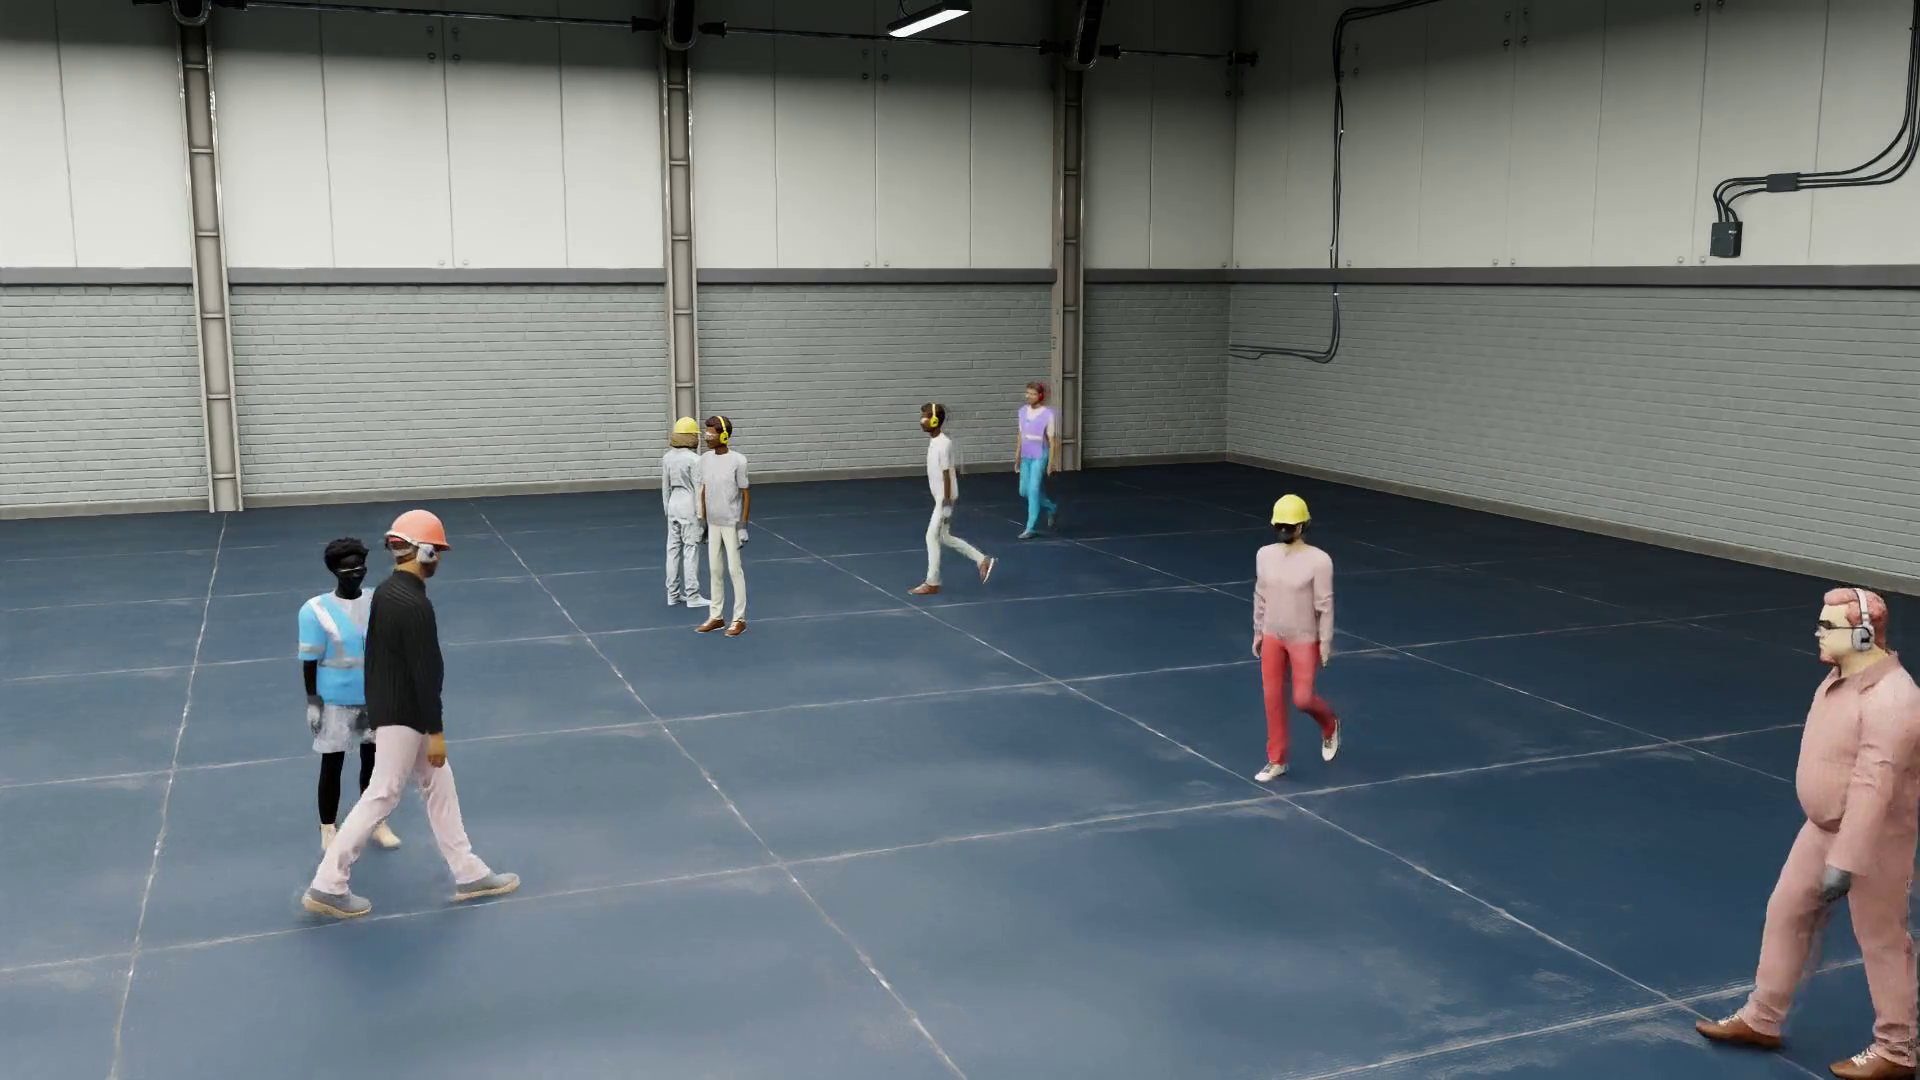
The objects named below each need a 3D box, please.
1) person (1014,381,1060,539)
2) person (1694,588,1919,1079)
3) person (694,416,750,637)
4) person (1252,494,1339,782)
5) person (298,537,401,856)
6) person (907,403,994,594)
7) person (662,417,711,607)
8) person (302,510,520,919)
[{"bbox_3d":[0.907,-0.936,19.255,0.655,1.828,0.586,-7,11,-37],"label":"person"},{"bbox_3d":[3.232,1.112,6.232,0.858,1.872,0.664,1,9,6],"label":"person"},{"bbox_3d":[-1.994,-0.118,14.012,0.515,1.866,0.333,6,11,32],"label":"person"},{"bbox_3d":[2.035,0.576,10.029,0.531,1.750,0.555,8,12,42],"label":"person"},{"bbox_3d":[-3.159,0.818,8.659,0.317,1.693,0.540,8,12,41],"label":"person"},{"bbox_3d":[-0.086,-0.395,15.847,0.779,1.845,0.519,-1,9,-9],"label":"person"},{"bbox_3d":[-2.511,-0.256,15.263,0.489,1.741,0.322,7,11,37],"label":"person"},{"bbox_3d":[-2.666,0.832,7.873,0.998,1.931,0.647,-5,10,-28],"label":"person"}]
